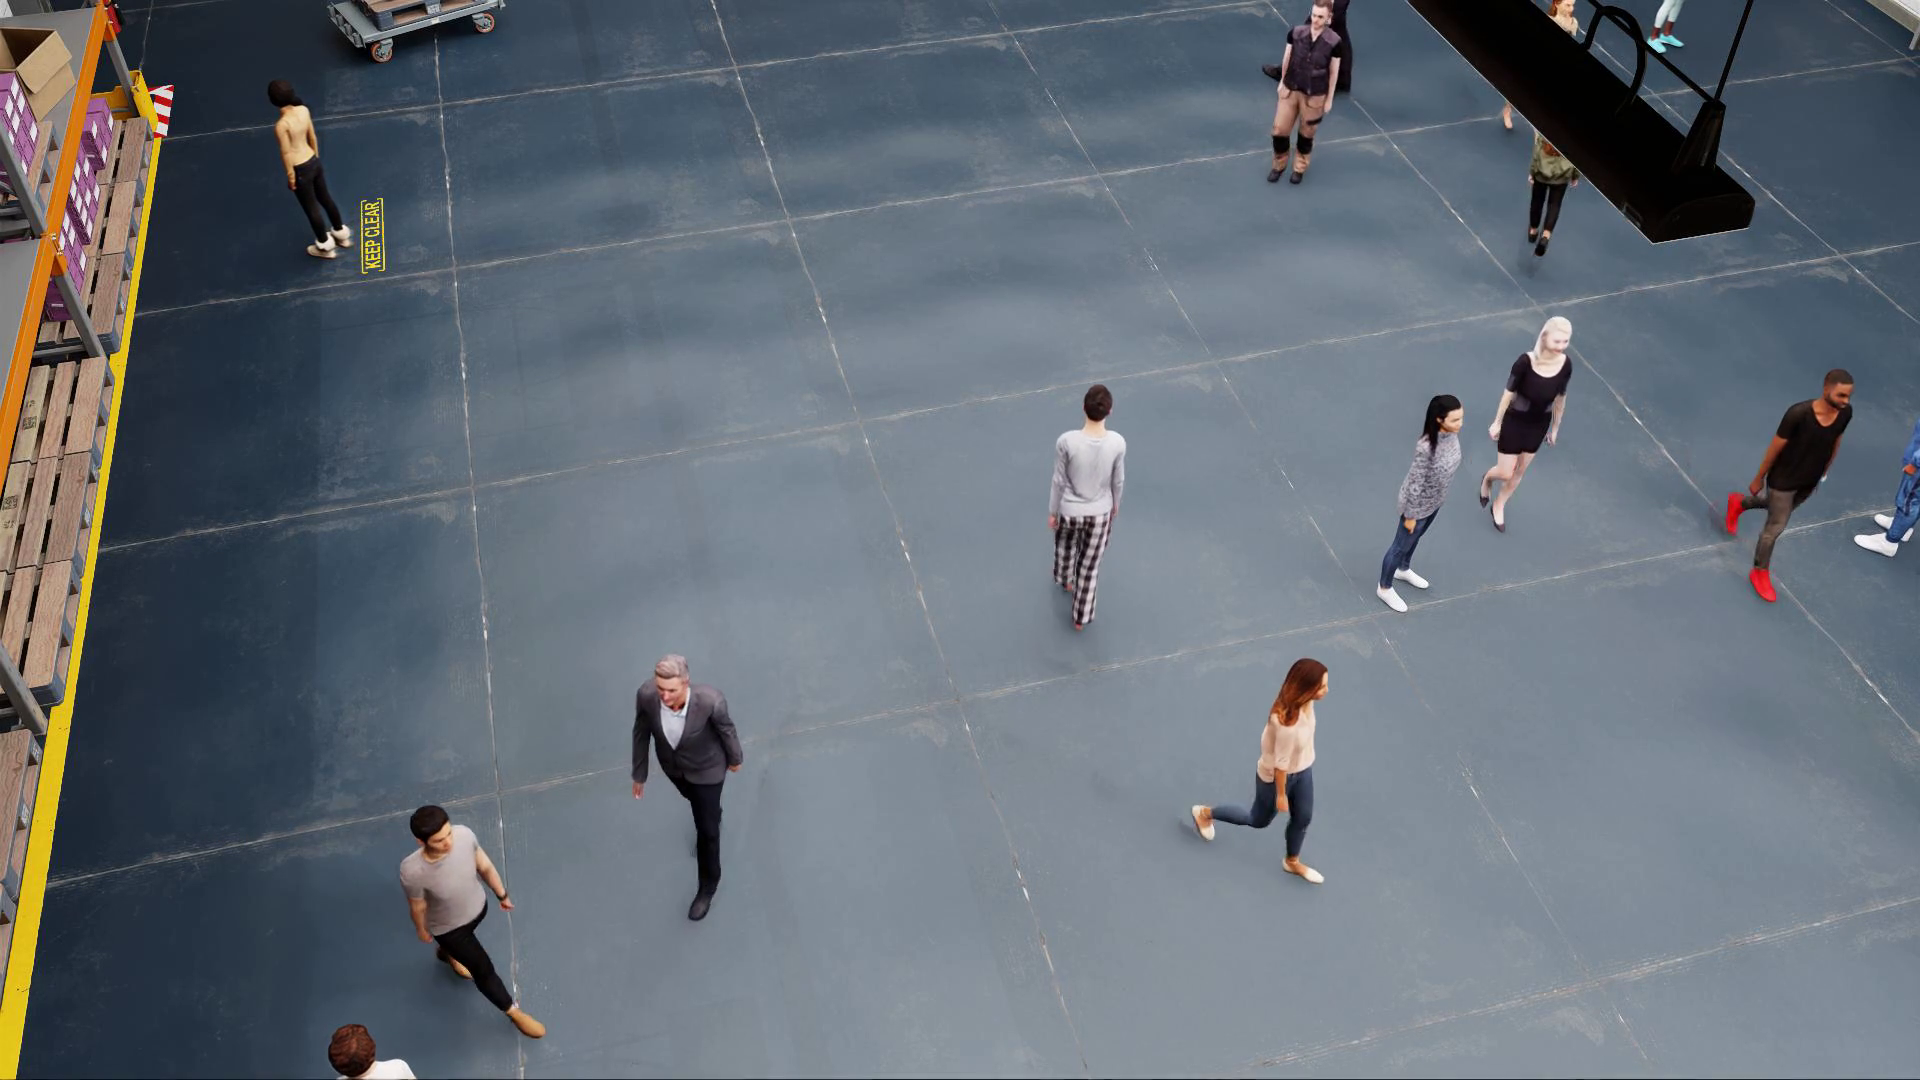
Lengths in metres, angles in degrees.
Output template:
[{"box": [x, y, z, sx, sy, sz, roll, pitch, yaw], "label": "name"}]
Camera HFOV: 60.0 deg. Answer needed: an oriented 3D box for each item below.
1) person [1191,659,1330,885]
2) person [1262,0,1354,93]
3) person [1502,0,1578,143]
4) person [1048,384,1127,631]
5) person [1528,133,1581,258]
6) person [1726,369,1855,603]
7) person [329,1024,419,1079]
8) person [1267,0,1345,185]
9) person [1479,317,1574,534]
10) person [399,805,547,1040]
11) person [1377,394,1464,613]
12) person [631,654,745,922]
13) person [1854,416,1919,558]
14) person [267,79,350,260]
[{"box": [1.765, 1.301, 9.526, 1.137, 1.761, 1.014, 26, 49, 25], "label": "person"}, {"box": [3.735, -5.226, 16.348, 1.229, 1.800, 1.181, 22, 48, 21], "label": "person"}, {"box": [5.472, -4.472, 15.724, 0.647, 1.570, 1.160, -14, 45, -14], "label": "person"}, {"box": [0.824, -0.145, 11.004, 0.794, 1.815, 0.966, 1, 44, 1], "label": "person"}, {"box": [5.122, -3.119, 14.384, 0.845, 1.460, 0.969, 13, 45, 13], "label": "person"}, {"box": [5.664, -0.501, 11.405, 0.714, 1.778, 1.128, -7, 44, -8], "label": "person"}, {"box": [-2.737, 2.833, 7.995, 0.608, 1.655, 0.588, -19, 47, -19], "label": "person"}, {"box": [3.182, -4.129, 15.181, 0.827, 1.824, 0.872, 17, 46, 18], "label": "person"}, {"box": [3.953, -0.859, 11.750, 0.669, 1.821, 0.715, -3, 44, -4], "label": "person"}, {"box": [-2.743, 1.944, 8.916, 1.197, 1.672, 1.078, 26, 49, 25], "label": "person"}, {"box": [3.118, -0.286, 11.213, 0.705, 1.732, 0.690, 31, 52, 29], "label": "person"}, {"box": [-1.520, 1.218, 9.578, 1.055, 1.810, 1.208, 12, 45, 12], "label": "person"}, {"box": [6.761, -0.635, 11.526, 0.749, 1.805, 0.717, -30, 51, -27], "label": "person"}, {"box": [-5.638, -3.202, 14.326, 0.723, 1.660, 0.632, 12, 45, 13], "label": "person"}]
